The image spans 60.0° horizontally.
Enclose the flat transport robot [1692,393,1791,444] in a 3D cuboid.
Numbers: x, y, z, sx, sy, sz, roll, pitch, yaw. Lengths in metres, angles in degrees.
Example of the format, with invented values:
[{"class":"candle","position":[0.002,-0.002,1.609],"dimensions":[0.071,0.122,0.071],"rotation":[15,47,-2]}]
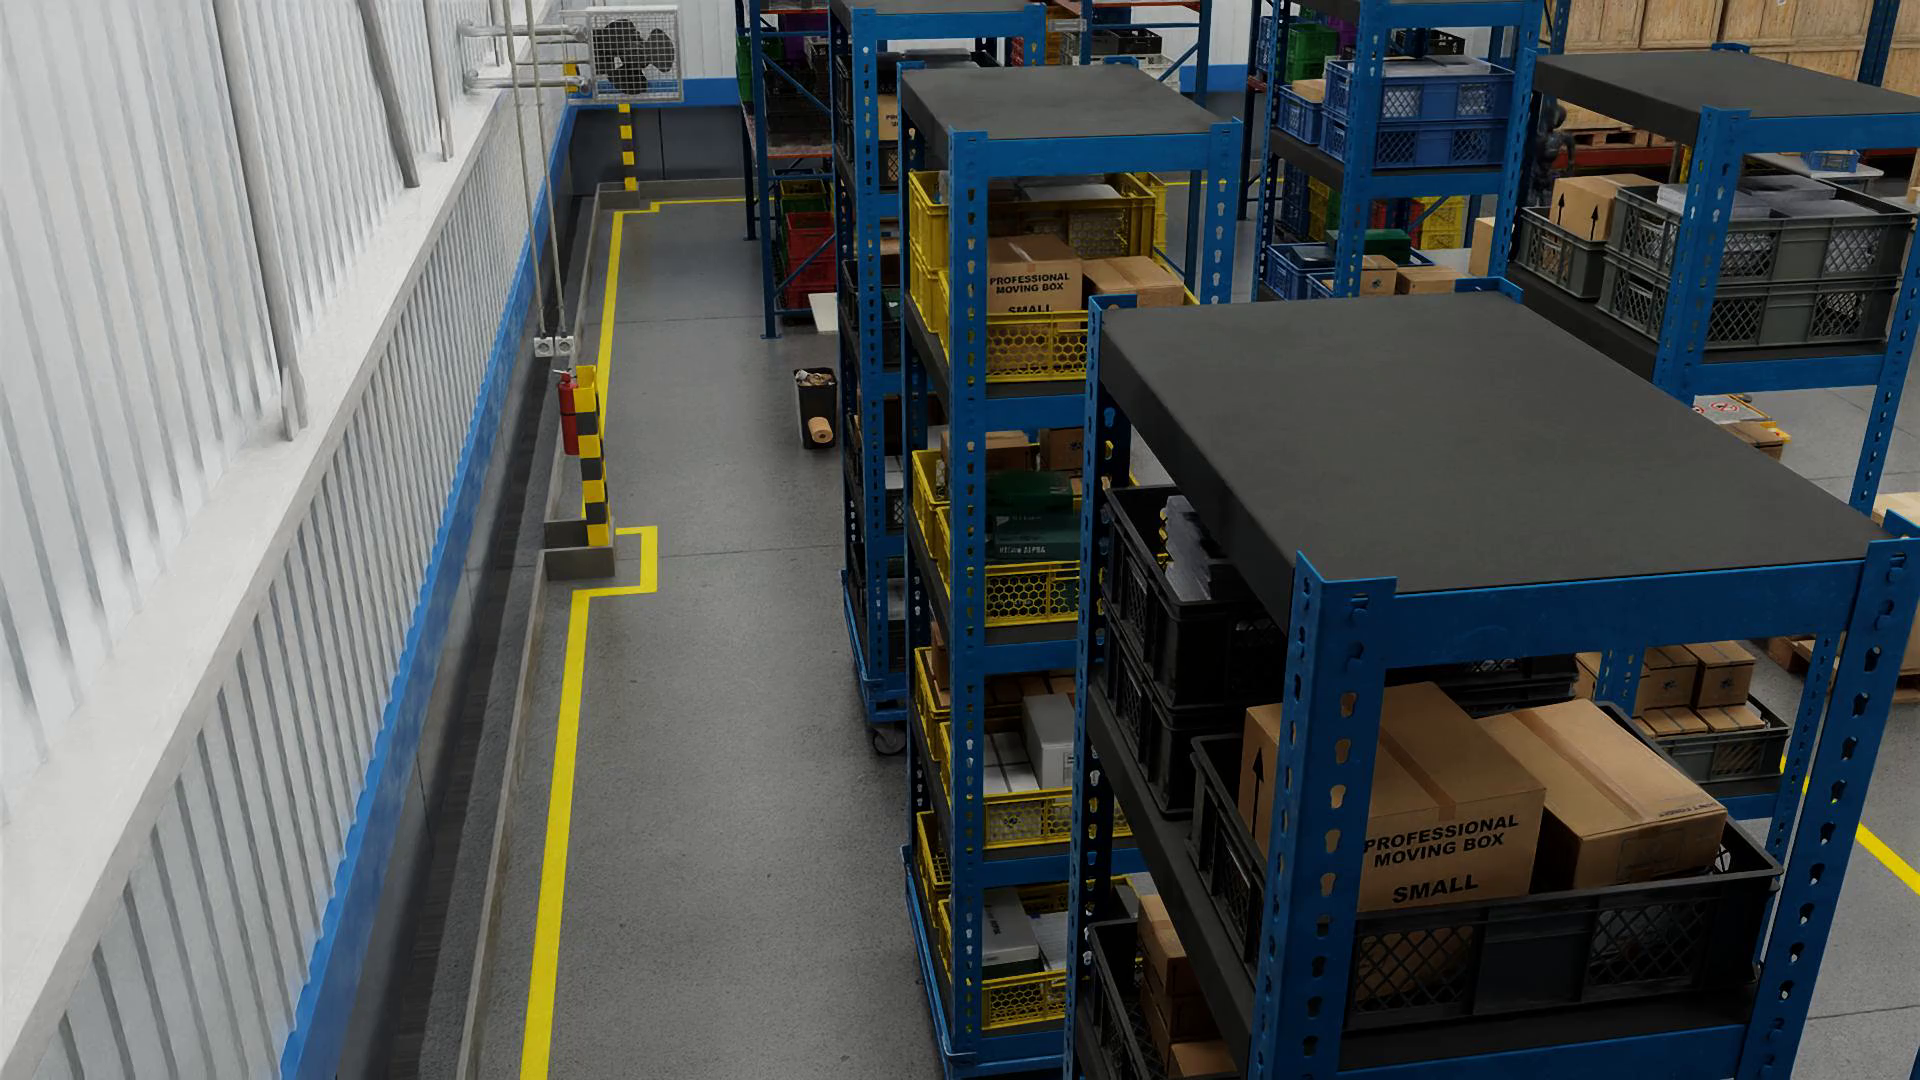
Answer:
[{"class":"flat transport robot","position":[5.224,-0.859,12.132],"dimensions":[1.431,0.197,0.652],"rotation":[-4,25,-8]}]

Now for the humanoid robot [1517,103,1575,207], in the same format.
[{"class":"humanoid robot","position":[5.486,-3.281,15.746],"dimensions":[0.646,1.640,0.484],"rotation":[3,25,6]}]
